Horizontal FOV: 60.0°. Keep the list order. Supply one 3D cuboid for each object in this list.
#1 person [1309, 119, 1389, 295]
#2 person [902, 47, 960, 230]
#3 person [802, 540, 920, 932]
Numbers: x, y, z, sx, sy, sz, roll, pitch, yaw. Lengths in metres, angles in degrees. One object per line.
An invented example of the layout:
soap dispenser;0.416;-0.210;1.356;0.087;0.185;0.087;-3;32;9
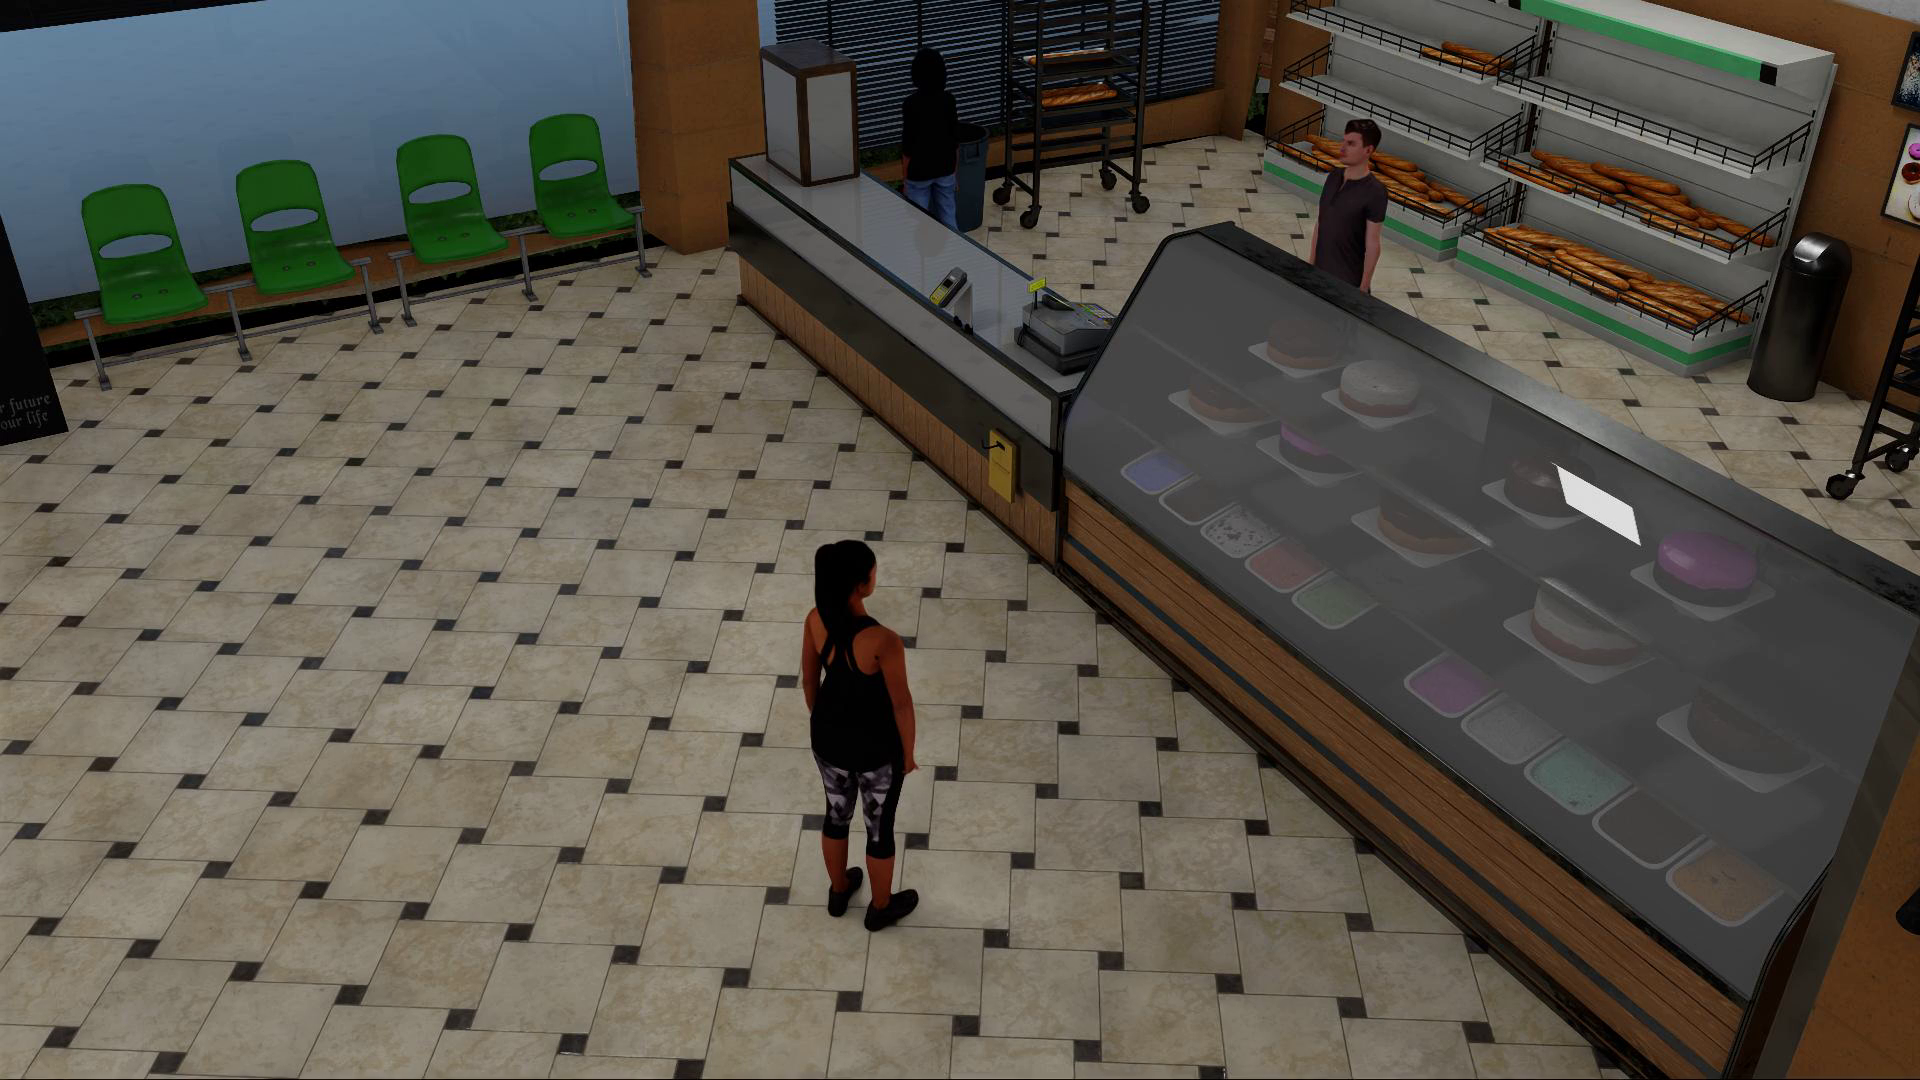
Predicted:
person;2.143;-1.457;9.332;0.525;1.854;0.635;-17;36;-25
person;-0.197;-2.396;10.987;0.528;1.701;0.671;-11;33;-17
person;-0.375;0.709;6.030;0.661;1.666;0.667;17;36;25
